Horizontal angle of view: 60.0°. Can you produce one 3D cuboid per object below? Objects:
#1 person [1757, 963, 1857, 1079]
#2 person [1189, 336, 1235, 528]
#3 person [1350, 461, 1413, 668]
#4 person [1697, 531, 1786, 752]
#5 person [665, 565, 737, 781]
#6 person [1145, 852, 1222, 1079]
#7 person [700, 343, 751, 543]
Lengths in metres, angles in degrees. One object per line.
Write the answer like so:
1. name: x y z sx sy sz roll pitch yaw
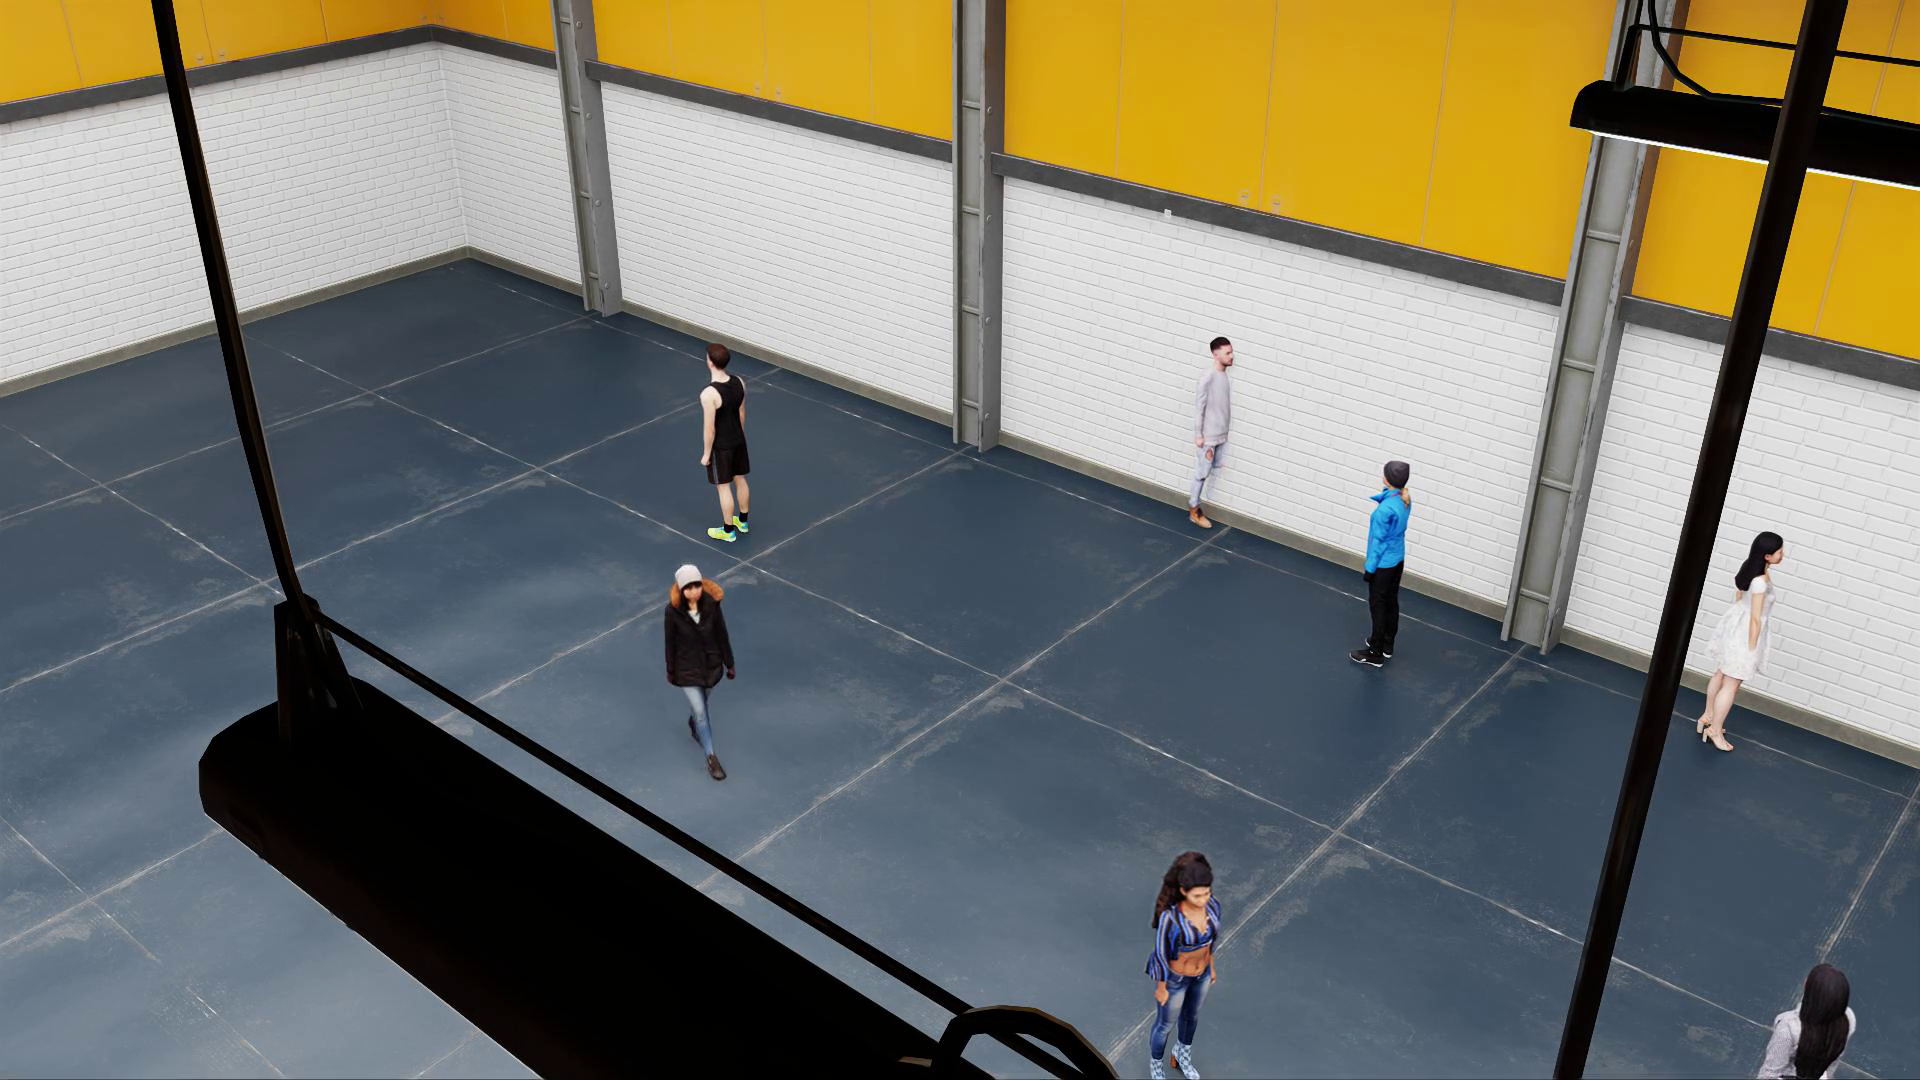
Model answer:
1. person: 4.217 2.820 8.451 0.672 1.725 0.711 -5 29 -10
2. person: 2.342 -1.026 15.386 0.707 1.837 0.616 -24 36 -36
3. person: 3.390 0.185 13.208 0.534 1.795 0.627 25 37 38
4. person: 5.759 0.728 12.235 0.789 1.774 0.763 6 29 10
5. person: -1.932 0.881 12.141 0.862 1.596 1.115 -14 32 -25
6. person: 1.255 2.424 9.288 0.686 1.619 0.665 -15 32 -26
7. person: -2.121 -0.886 15.070 0.576 1.892 0.685 20 35 32
